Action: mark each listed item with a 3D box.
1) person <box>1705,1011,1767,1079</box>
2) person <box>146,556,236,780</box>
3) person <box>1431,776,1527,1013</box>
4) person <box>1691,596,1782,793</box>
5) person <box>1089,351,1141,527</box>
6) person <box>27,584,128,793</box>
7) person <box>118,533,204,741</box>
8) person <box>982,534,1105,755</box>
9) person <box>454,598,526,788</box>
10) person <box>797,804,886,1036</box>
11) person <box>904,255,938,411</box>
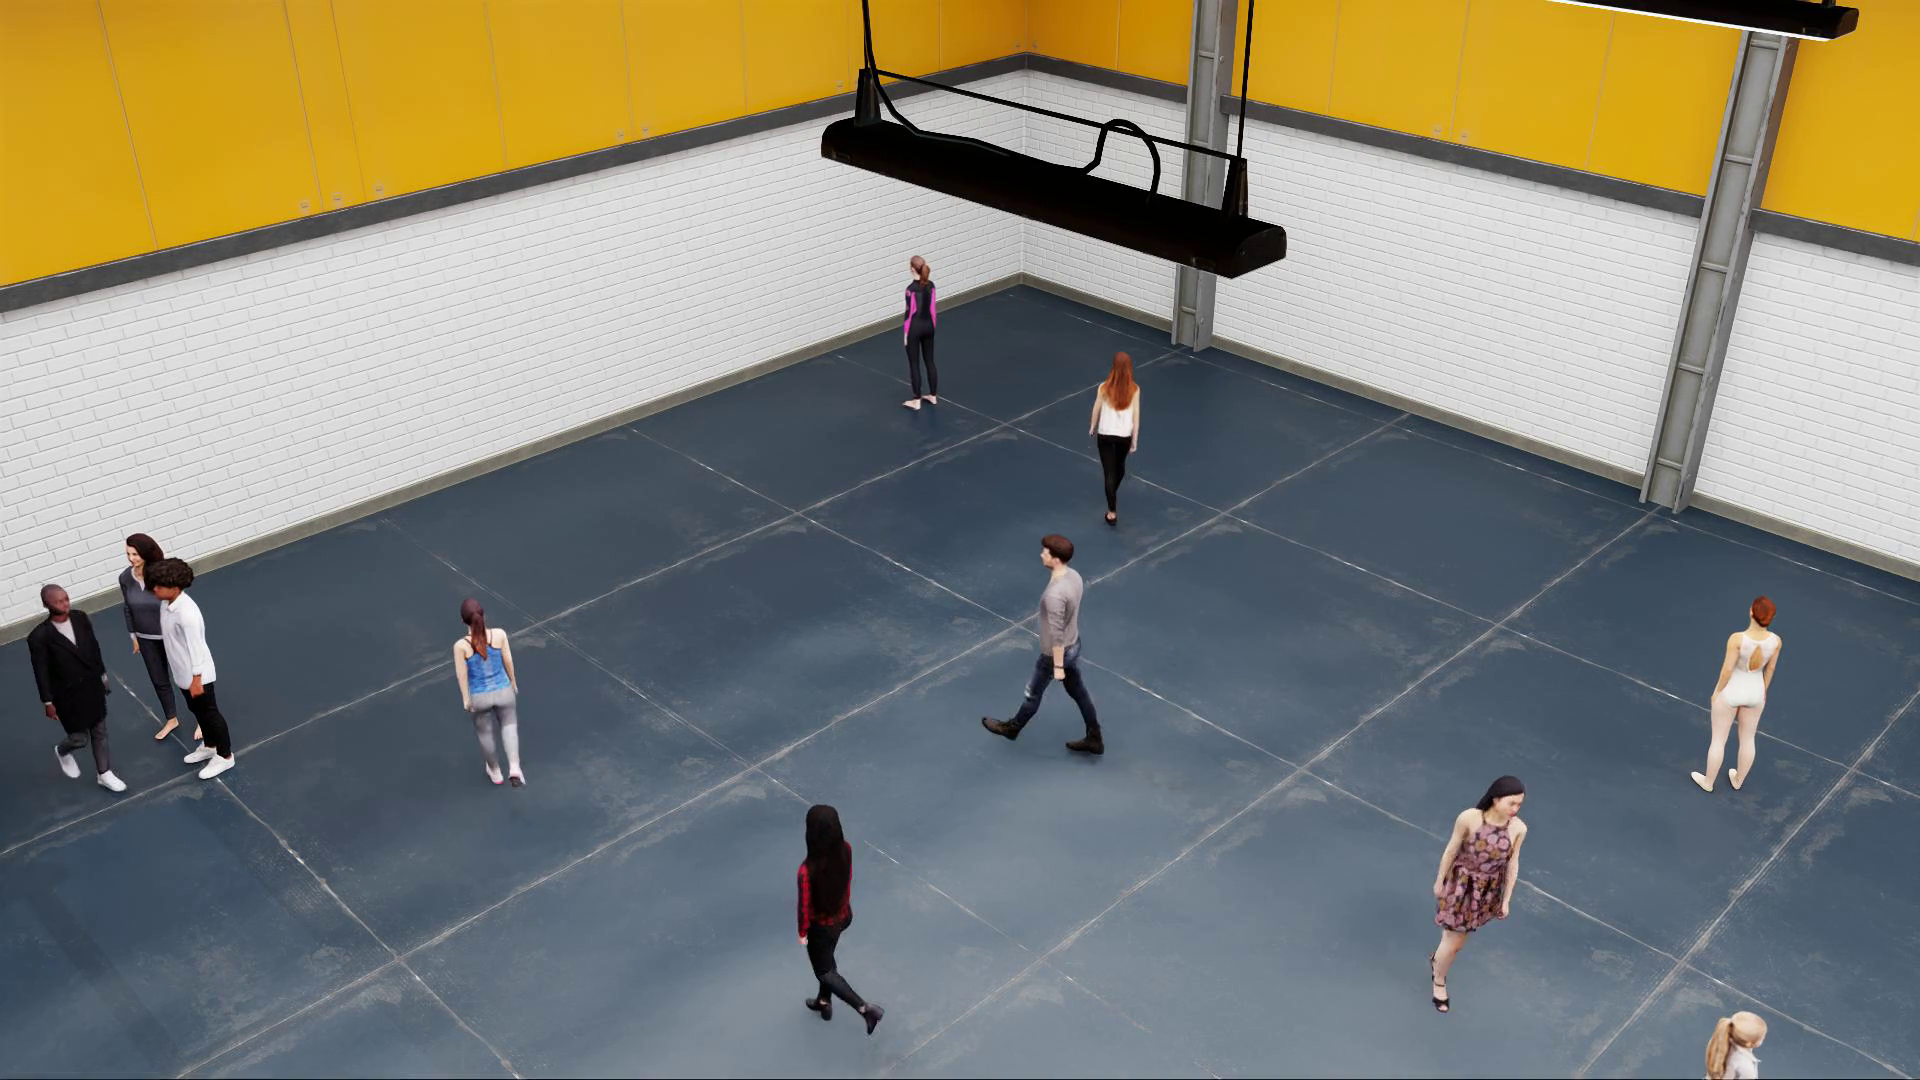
[{"bbox_3d":[4.128,3.060,9.097,0.737,1.270,0.677,-2,29,-3],"label":"person"},{"bbox_3d":[-5.746,0.934,12.431,0.683,1.810,0.510,-24,37,-37],"label":"person"},{"bbox_3d":[3.132,2.147,10.280,0.826,1.741,0.886,6,29,10],"label":"person"},{"bbox_3d":[5.745,1.140,12.228,0.611,1.643,0.667,-1,29,-1],"label":"person"},{"bbox_3d":[1.506,-0.942,16.012,1.032,1.675,1.144,-3,29,-5],"label":"person"},{"bbox_3d":[-6.557,1.083,12.220,0.914,1.751,0.805,12,31,20],"label":"person"},{"bbox_3d":[-6.155,0.738,12.833,0.683,1.768,0.735,-1,29,-2],"label":"person"},{"bbox_3d":[0.833,0.852,12.532,1.323,1.858,1.059,10,30,18],"label":"person"},{"bbox_3d":[-3.435,1.166,12.225,0.718,1.600,0.890,-14,32,-24],"label":"person"},{"bbox_3d":[-0.744,2.337,10.038,0.916,1.639,0.668,20,34,32],"label":"person"},{"bbox_3d":[-0.448,-2.313,18.450,0.581,1.746,0.567,-19,34,-31],"label":"person"}]
